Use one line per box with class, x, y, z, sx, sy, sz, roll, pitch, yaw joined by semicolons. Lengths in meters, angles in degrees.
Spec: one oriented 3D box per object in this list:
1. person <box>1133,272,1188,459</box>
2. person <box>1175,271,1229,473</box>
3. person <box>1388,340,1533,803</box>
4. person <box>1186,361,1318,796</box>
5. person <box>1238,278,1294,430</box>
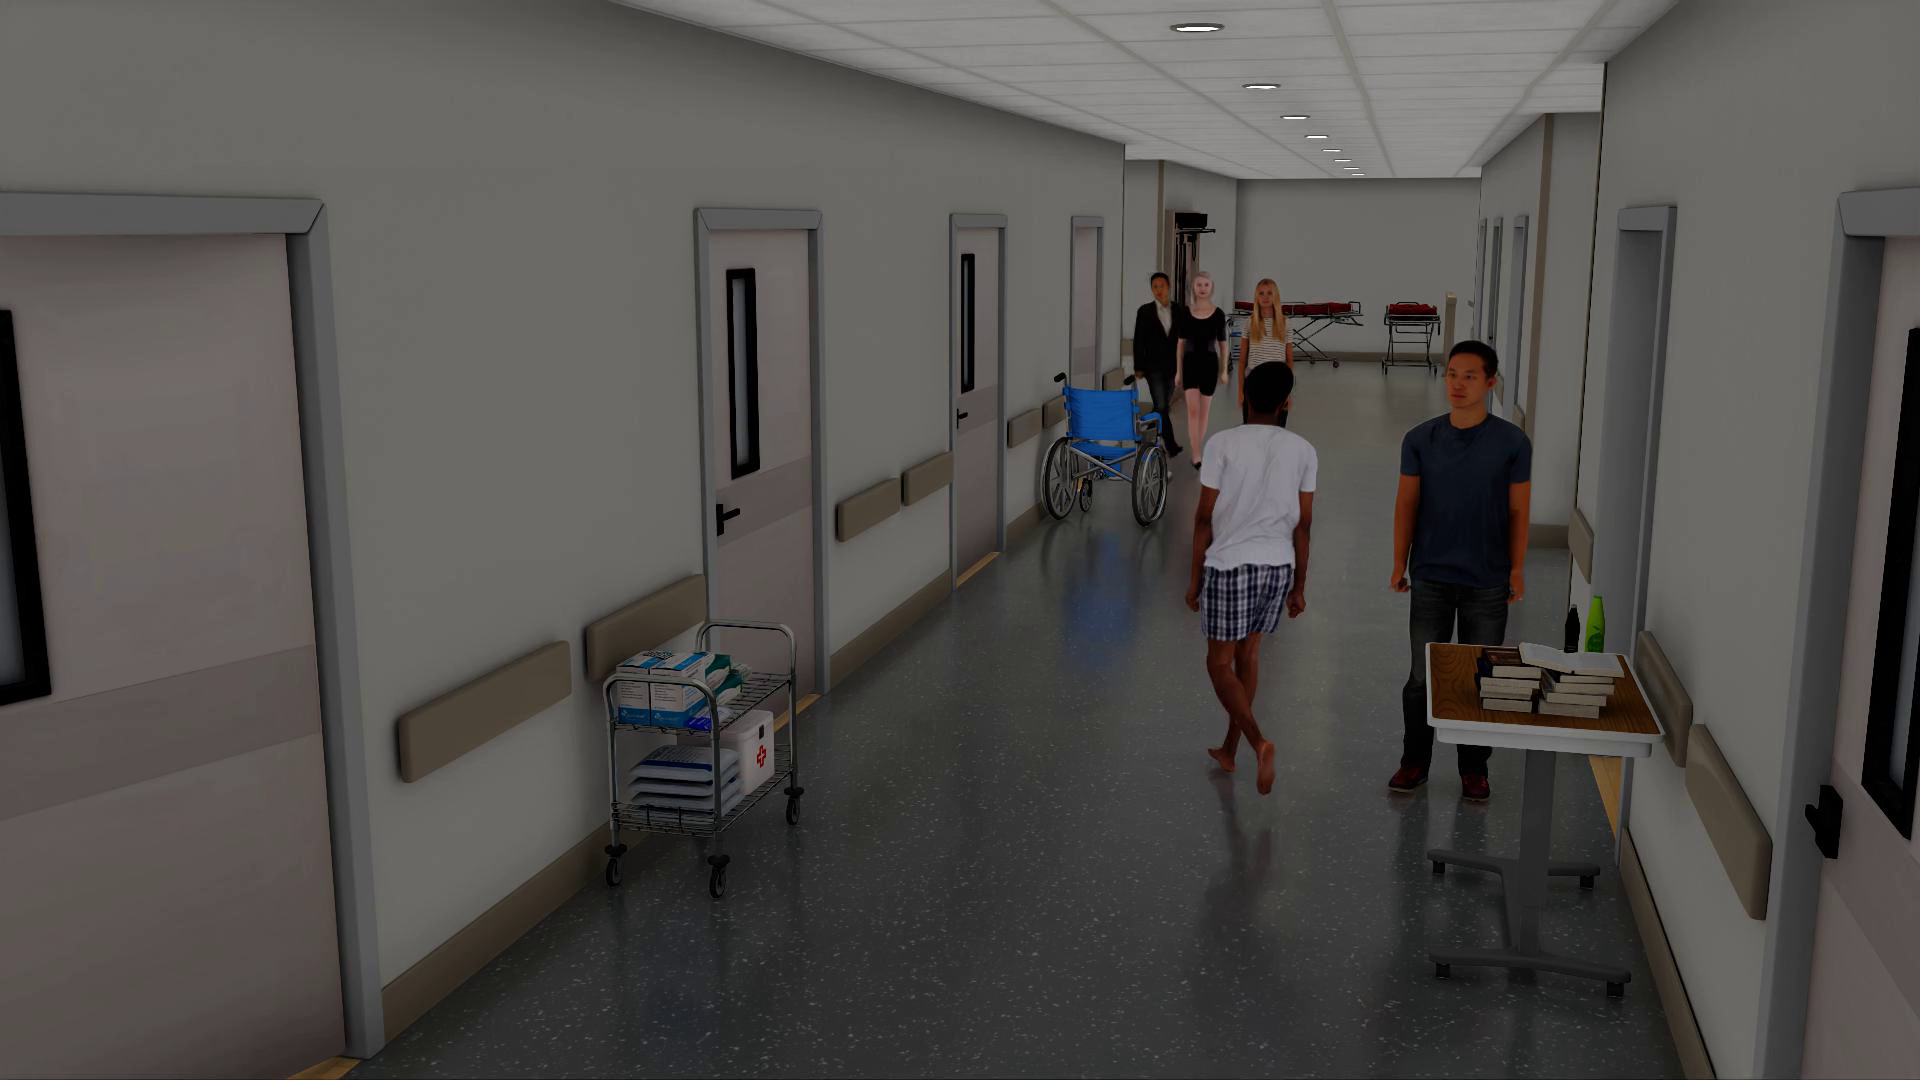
person;1.919;-1.677;16.138;1.100;1.760;1.216;-5;12;-24
person;2.189;-1.502;15.157;0.795;1.782;1.208;0;11;2
person;1.963;0.122;6.530;0.673;1.808;0.550;4;11;20
person;1.157;0.173;6.570;0.913;1.691;1.089;-2;11;-11
person;2.460;-1.186;13.374;0.610;1.826;0.564;1;11;7
